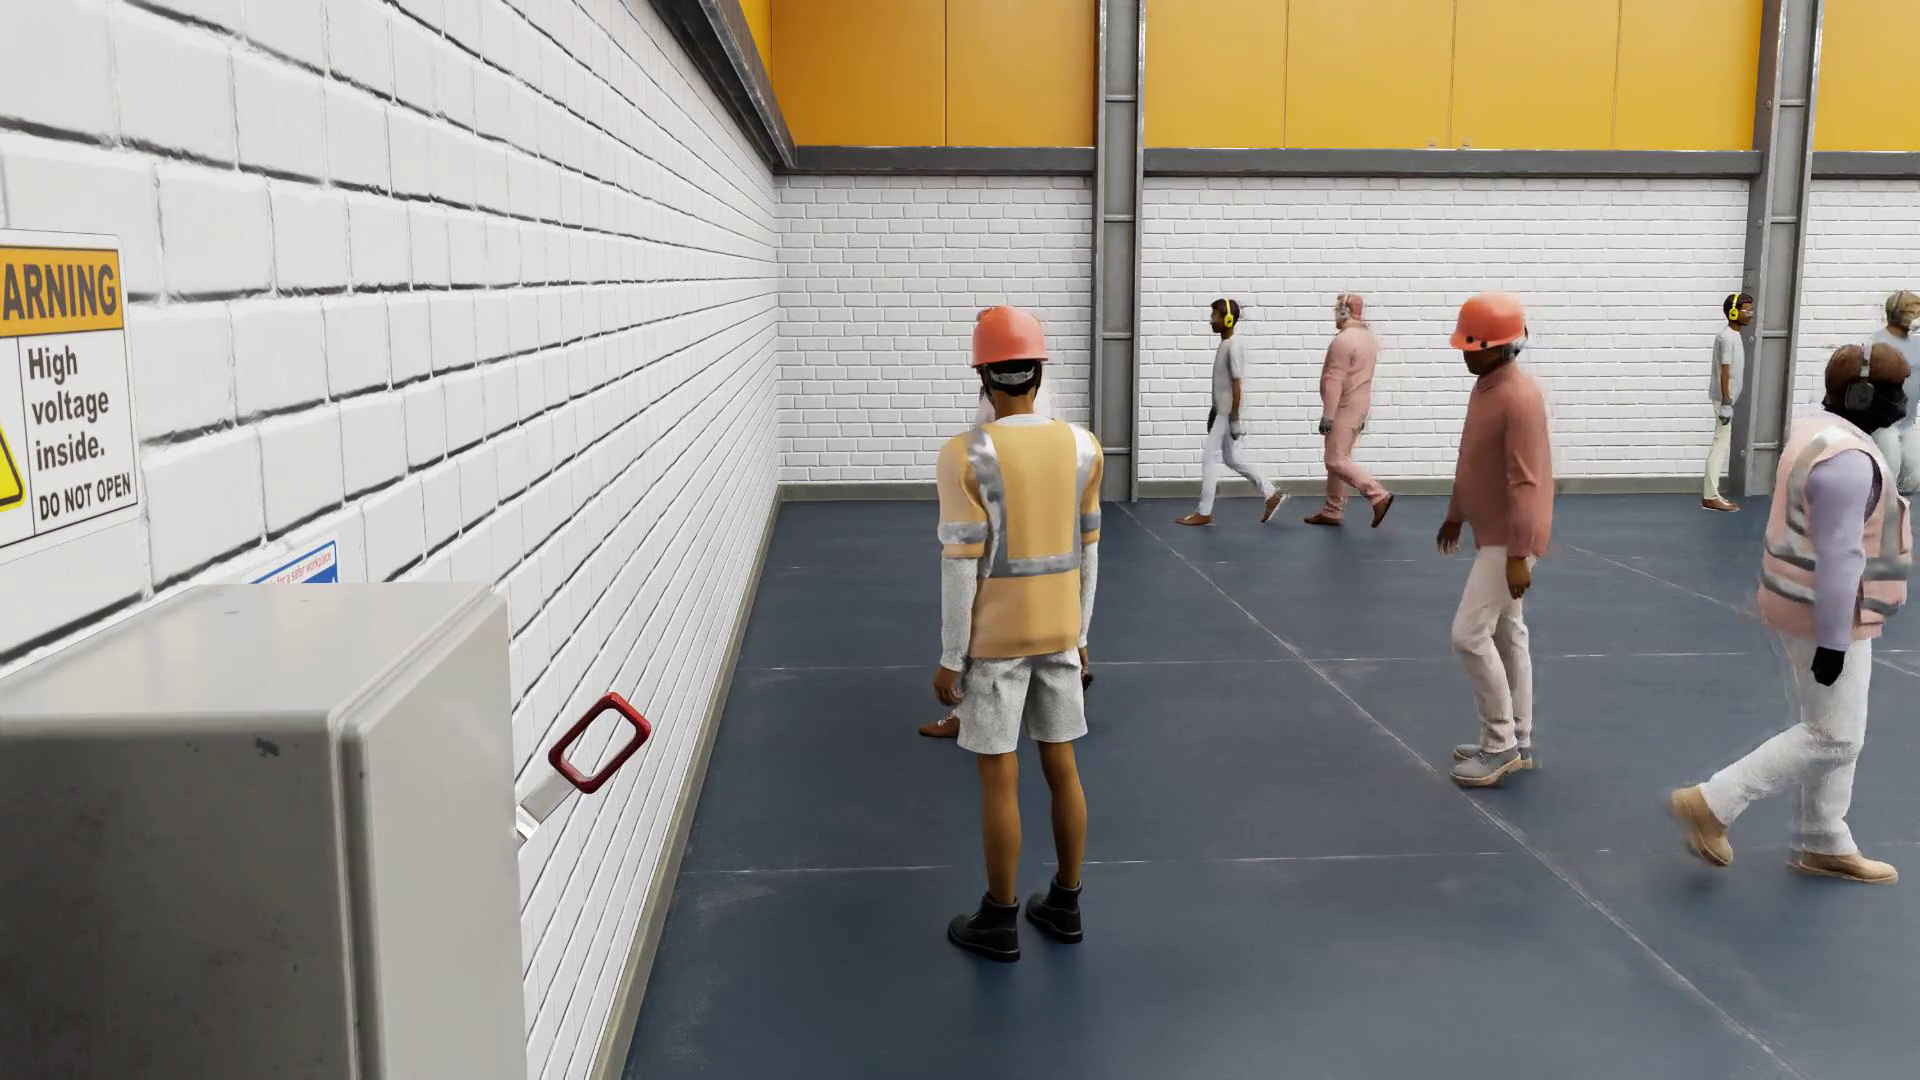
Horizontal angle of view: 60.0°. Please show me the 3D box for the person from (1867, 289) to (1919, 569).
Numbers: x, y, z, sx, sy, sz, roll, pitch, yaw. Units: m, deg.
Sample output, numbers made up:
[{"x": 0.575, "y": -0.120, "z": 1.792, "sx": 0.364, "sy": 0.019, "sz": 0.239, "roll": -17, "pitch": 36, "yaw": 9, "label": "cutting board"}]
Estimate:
[{"x": 6.360, "y": -0.753, "z": 11.447, "sx": 0.648, "sy": 1.928, "sz": 0.511, "roll": -6, "pitch": 11, "yaw": -31, "label": "person"}]

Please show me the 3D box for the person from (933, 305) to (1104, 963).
[{"x": 0.158, "y": 0.280, "z": 4.937, "sx": 0.545, "sy": 1.933, "sz": 0.376, "roll": -5, "pitch": 10, "yaw": -29, "label": "person"}]

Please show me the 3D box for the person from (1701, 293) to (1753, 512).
[{"x": 6.628, "y": -1.187, "z": 14.350, "sx": 0.319, "sy": 1.870, "sz": 0.521, "roll": 4, "pitch": 10, "yaw": 26, "label": "person"}]

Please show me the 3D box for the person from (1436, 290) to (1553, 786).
[{"x": 2.128, "y": -0.012, "z": 6.672, "sx": 0.510, "sy": 1.962, "sz": 0.801, "roll": 1, "pitch": 9, "yaw": 7, "label": "person"}]

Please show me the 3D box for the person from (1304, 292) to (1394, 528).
[{"x": 3.115, "y": -1.018, "z": 13.213, "sx": 0.722, "sy": 1.889, "sz": 0.652, "roll": 6, "pitch": 11, "yaw": 31, "label": "person"}]

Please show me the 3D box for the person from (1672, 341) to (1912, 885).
[{"x": 2.790, "y": 0.253, "z": 5.483, "sx": 0.622, "sy": 1.824, "sz": 0.631, "roll": 3, "pitch": 10, "yaw": 20, "label": "person"}]

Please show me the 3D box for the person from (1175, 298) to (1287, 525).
[{"x": 2.202, "y": -1.023, "z": 13.401, "sx": 0.844, "sy": 1.846, "sz": 0.514, "roll": 1, "pitch": 9, "yaw": 7, "label": "person"}]

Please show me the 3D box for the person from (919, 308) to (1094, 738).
[{"x": 0.205, "y": -0.068, "z": 7.267, "sx": 0.710, "sy": 1.887, "sz": 0.673, "roll": 1, "pitch": 9, "yaw": 8, "label": "person"}]
